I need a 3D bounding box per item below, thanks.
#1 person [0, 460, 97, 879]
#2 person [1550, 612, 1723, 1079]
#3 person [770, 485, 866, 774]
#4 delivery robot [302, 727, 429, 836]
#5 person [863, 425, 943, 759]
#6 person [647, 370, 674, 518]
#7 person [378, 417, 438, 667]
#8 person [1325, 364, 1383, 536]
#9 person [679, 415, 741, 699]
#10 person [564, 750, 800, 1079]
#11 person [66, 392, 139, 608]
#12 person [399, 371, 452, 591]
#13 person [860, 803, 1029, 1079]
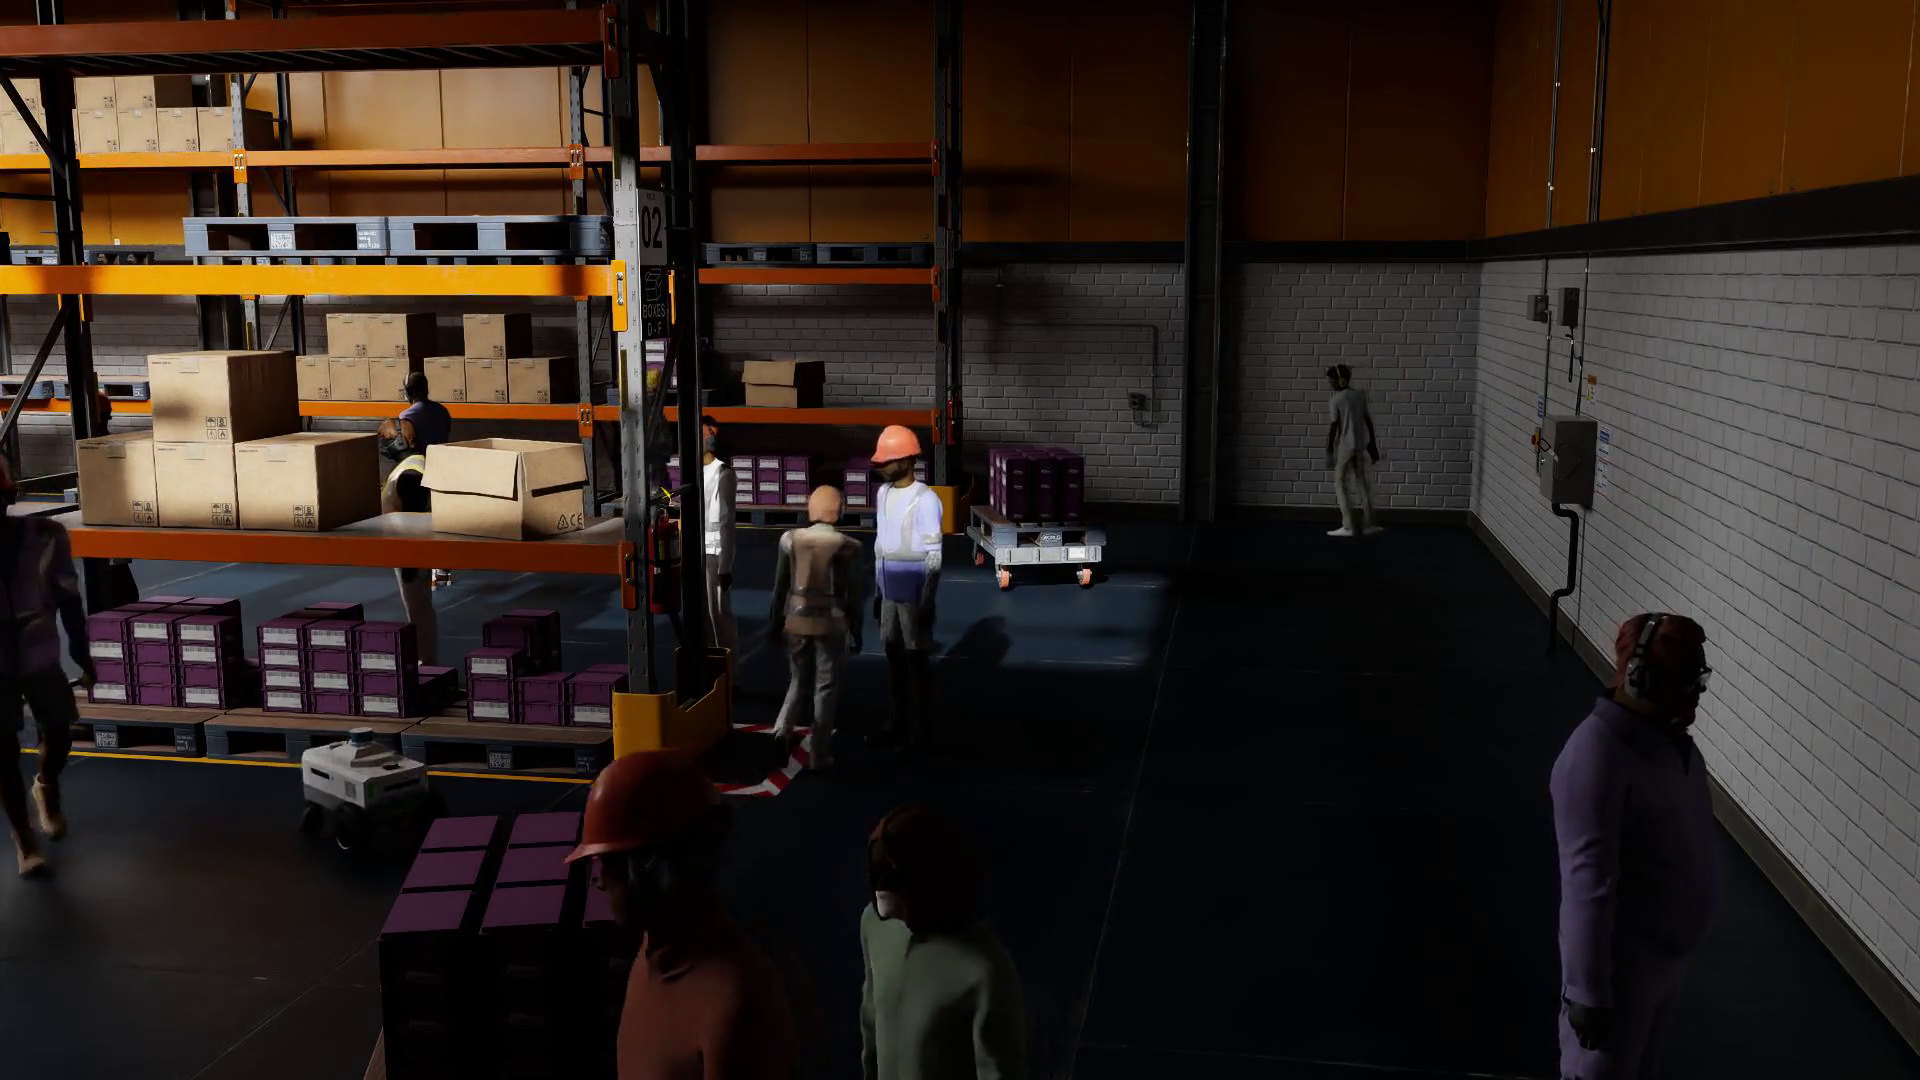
[{"bbox_3d":[-4.409,0.561,7.737,0.671,2.016,0.687,-7,11,-37],"label":"person"},{"bbox_3d":[1.827,1.129,4.498,0.404,1.904,0.651,8,12,39],"label":"person"},{"bbox_3d":[-0.794,0.506,9.208,0.543,1.618,0.468,3,10,17],"label":"person"},{"bbox_3d":[-2.927,1.163,8.174,0.707,0.478,0.477,8,12,41],"label":"delivery robot"},{"bbox_3d":[-0.344,0.300,9.591,0.376,1.930,0.573,-7,11,-37],"label":"person"},{"bbox_3d":[-3.133,-0.819,16.864,0.471,1.814,0.611,0,9,-2],"label":"person"},{"bbox_3d":[-3.698,0.094,11.151,0.429,1.837,0.626,-4,10,-22],"label":"person"},{"bbox_3d":[4.194,-0.947,17.627,0.705,1.829,0.397,-4,10,-25],"label":"person"},{"bbox_3d":[-1.640,0.123,10.850,0.352,1.878,0.568,-7,11,-36],"label":"person"},{"bbox_3d":[-0.466,1.349,3.103,1.049,1.923,0.658,-5,11,-30],"label":"person"},{"bbox_3d":[-6.340,-0.147,12.317,0.551,1.935,0.375,9,13,43],"label":"person"},{"bbox_3d":[-4.714,-0.518,14.632,0.372,1.934,0.627,3,10,17],"label":"person"},{"bbox_3d":[-0.033,1.385,3.793,0.605,1.609,0.402,9,13,44],"label":"person"}]
